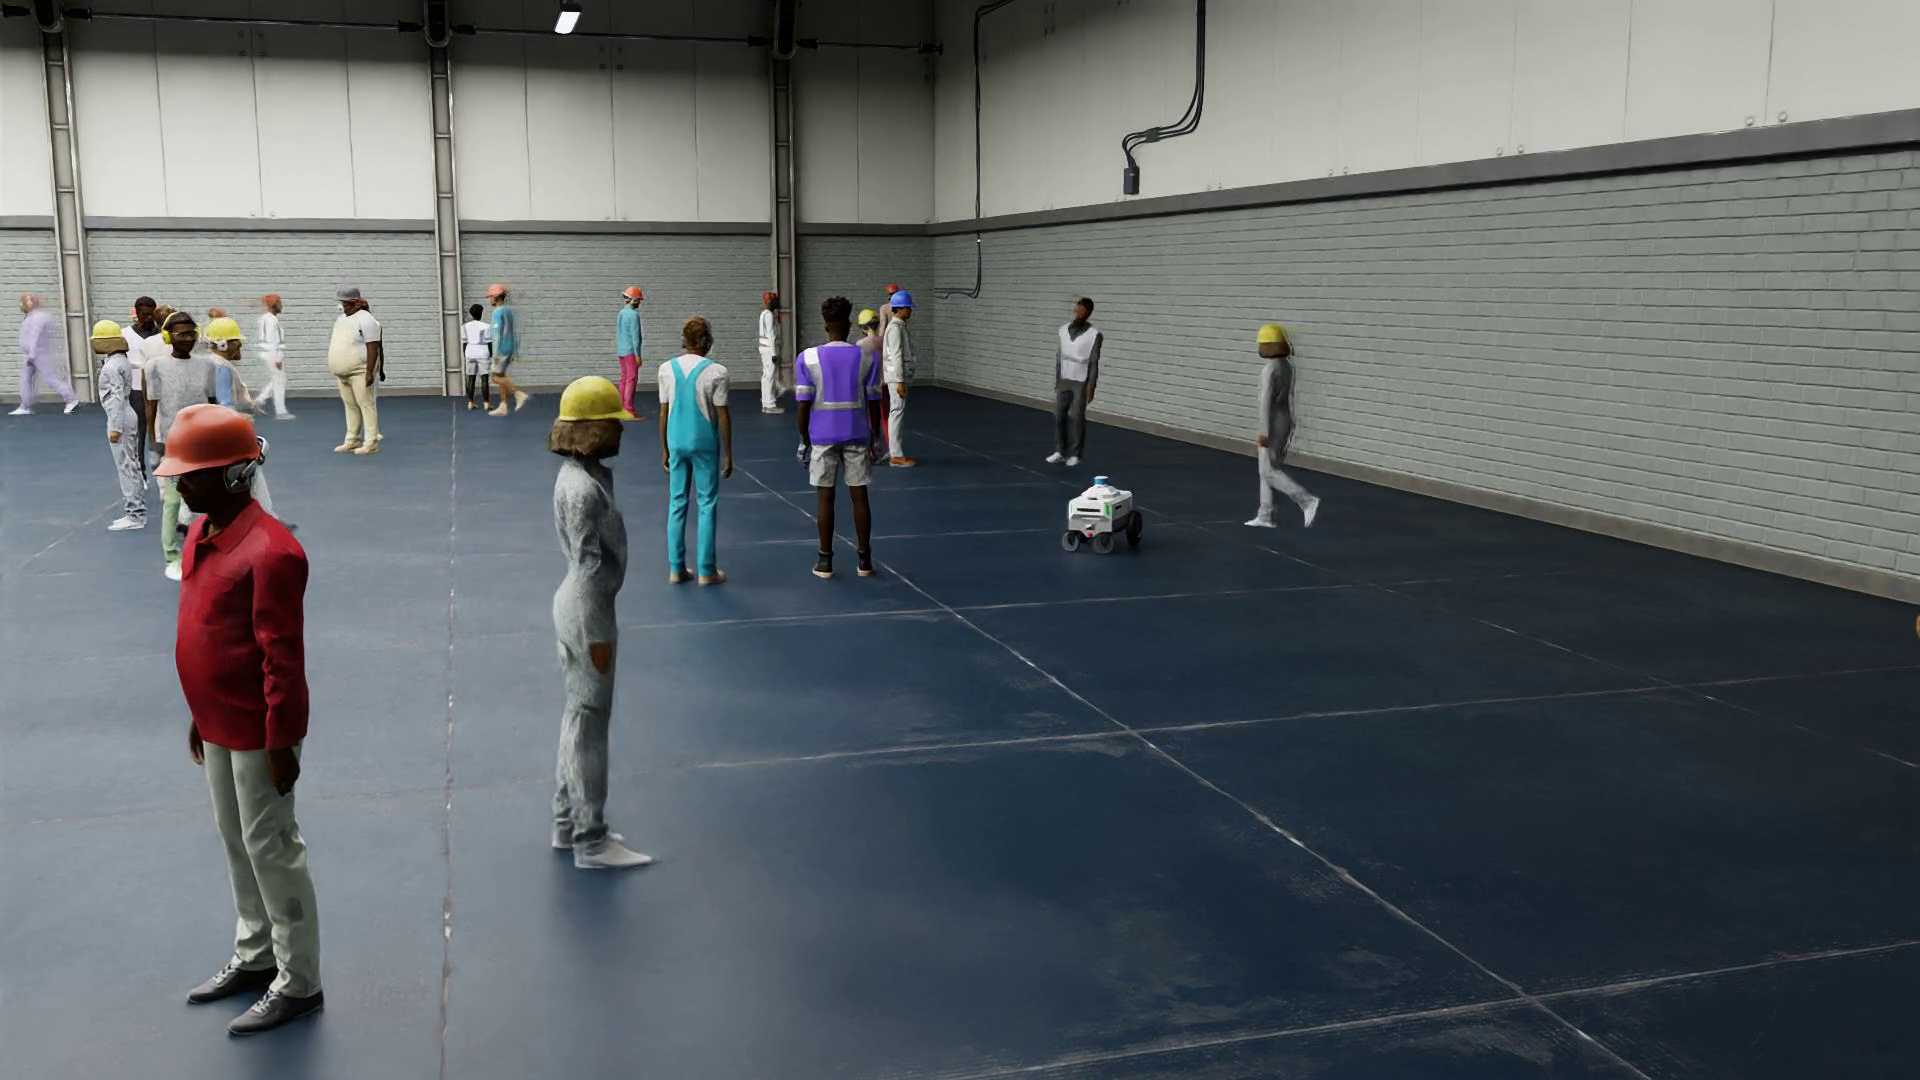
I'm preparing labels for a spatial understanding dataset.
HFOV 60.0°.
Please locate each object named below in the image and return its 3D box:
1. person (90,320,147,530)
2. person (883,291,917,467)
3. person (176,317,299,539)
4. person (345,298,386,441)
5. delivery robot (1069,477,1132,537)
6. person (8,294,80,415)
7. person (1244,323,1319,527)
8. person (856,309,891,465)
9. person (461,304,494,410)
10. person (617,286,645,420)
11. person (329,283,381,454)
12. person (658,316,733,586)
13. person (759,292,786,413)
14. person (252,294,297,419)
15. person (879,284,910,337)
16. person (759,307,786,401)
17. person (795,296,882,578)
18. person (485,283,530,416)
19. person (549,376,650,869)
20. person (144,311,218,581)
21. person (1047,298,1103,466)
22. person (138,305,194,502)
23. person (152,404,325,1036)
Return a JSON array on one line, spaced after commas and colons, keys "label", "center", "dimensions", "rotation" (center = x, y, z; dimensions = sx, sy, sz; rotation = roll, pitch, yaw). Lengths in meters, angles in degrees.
[{"label": "person", "center": [-7.015, -0.955, 13.852], "dimensions": [0.323, 1.741, 0.490], "rotation": [-3, 9, -17]}, {"label": "person", "center": [-0.667, -1.787, 18.505], "dimensions": [0.385, 1.948, 0.605], "rotation": [0, 9, -1]}, {"label": "person", "center": [-5.884, -0.886, 13.292], "dimensions": [0.949, 1.788, 0.597], "rotation": [-3, 10, -21]}, {"label": "person", "center": [-7.686, -2.186, 21.401], "dimensions": [0.430, 1.840, 0.623], "rotation": [8, 12, 43]}, {"label": "delivery robot", "center": [1.084, -0.245, 12.793], "dimensions": [0.477, 0.478, 0.707], "rotation": [3, 10, 20]}, {"label": "person", "center": [-14.142, -2.857, 25.604], "dimensions": [0.640, 1.869, 0.921], "rotation": [9, 12, 44]}, {"label": "person", "center": [2.663, -0.922, 13.743], "dimensions": [0.636, 1.724, 0.510], "rotation": [5, 10, 31]}, {"label": "person", "center": [-0.975, -1.711, 18.682], "dimensions": [0.437, 1.743, 0.553], "rotation": [7, 11, 39]}, {"label": "person", "center": [-7.683, -2.912, 26.504], "dimensions": [0.536, 1.694, 0.320], "rotation": [2, 9, 15]}, {"label": "person", "center": [-4.859, -2.761, 24.648], "dimensions": [0.434, 1.977, 0.601], "rotation": [-5, 10, -31]}, {"label": "person", "center": [-7.229, -2.036, 19.796], "dimensions": [0.682, 2.000, 0.536], "rotation": [7, 11, 37]}, {"label": "person", "center": [-1.788, -0.596, 11.273], "dimensions": [0.524, 1.834, 0.355], "rotation": [2, 9, 14]}, {"label": "person", "center": [-2.943, -2.912, 25.890], "dimensions": [0.356, 1.883, 0.573], "rotation": [-3, 9, -18]}, {"label": "person", "center": [-10.193, -2.706, 24.649], "dimensions": [0.522, 1.872, 0.592], "rotation": [-4, 10, -25]}, {"label": "person", "center": [-1.194, -3.609, 29.987], "dimensions": [0.622, 1.990, 0.395], "rotation": [-6, 10, -31]}, {"label": "person", "center": [-3.250, -3.154, 28.284], "dimensions": [0.365, 1.619, 0.503], "rotation": [1, 9, 9]}, {"label": "person", "center": [-0.844, -0.712, 11.595], "dimensions": [0.608, 1.963, 0.370], "rotation": [-2, 9, -11]}, {"label": "person", "center": [-6.887, -2.871, 25.191], "dimensions": [0.582, 2.018, 0.631], "rotation": [0, 9, 1]}, {"label": "person", "center": [-1.298, 0.292, 5.906], "dimensions": [0.328, 1.747, 0.488], "rotation": [-2, 9, -13]}, {"label": "person", "center": [-5.371, -0.653, 11.559], "dimensions": [0.327, 1.861, 0.536], "rotation": [8, 12, 41]}, {"label": "person", "center": [1.306, -1.744, 18.479], "dimensions": [0.679, 1.867, 0.392], "rotation": [7, 11, 38]}, {"label": "person", "center": [-7.356, -1.267, 15.526], "dimensions": [0.505, 1.841, 0.347], "rotation": [0, 9, -3]}, {"label": "person", "center": [-2.014, 0.491, 4.627], "dimensions": [0.568, 1.743, 0.349], "rotation": [9, 12, 44]}]
